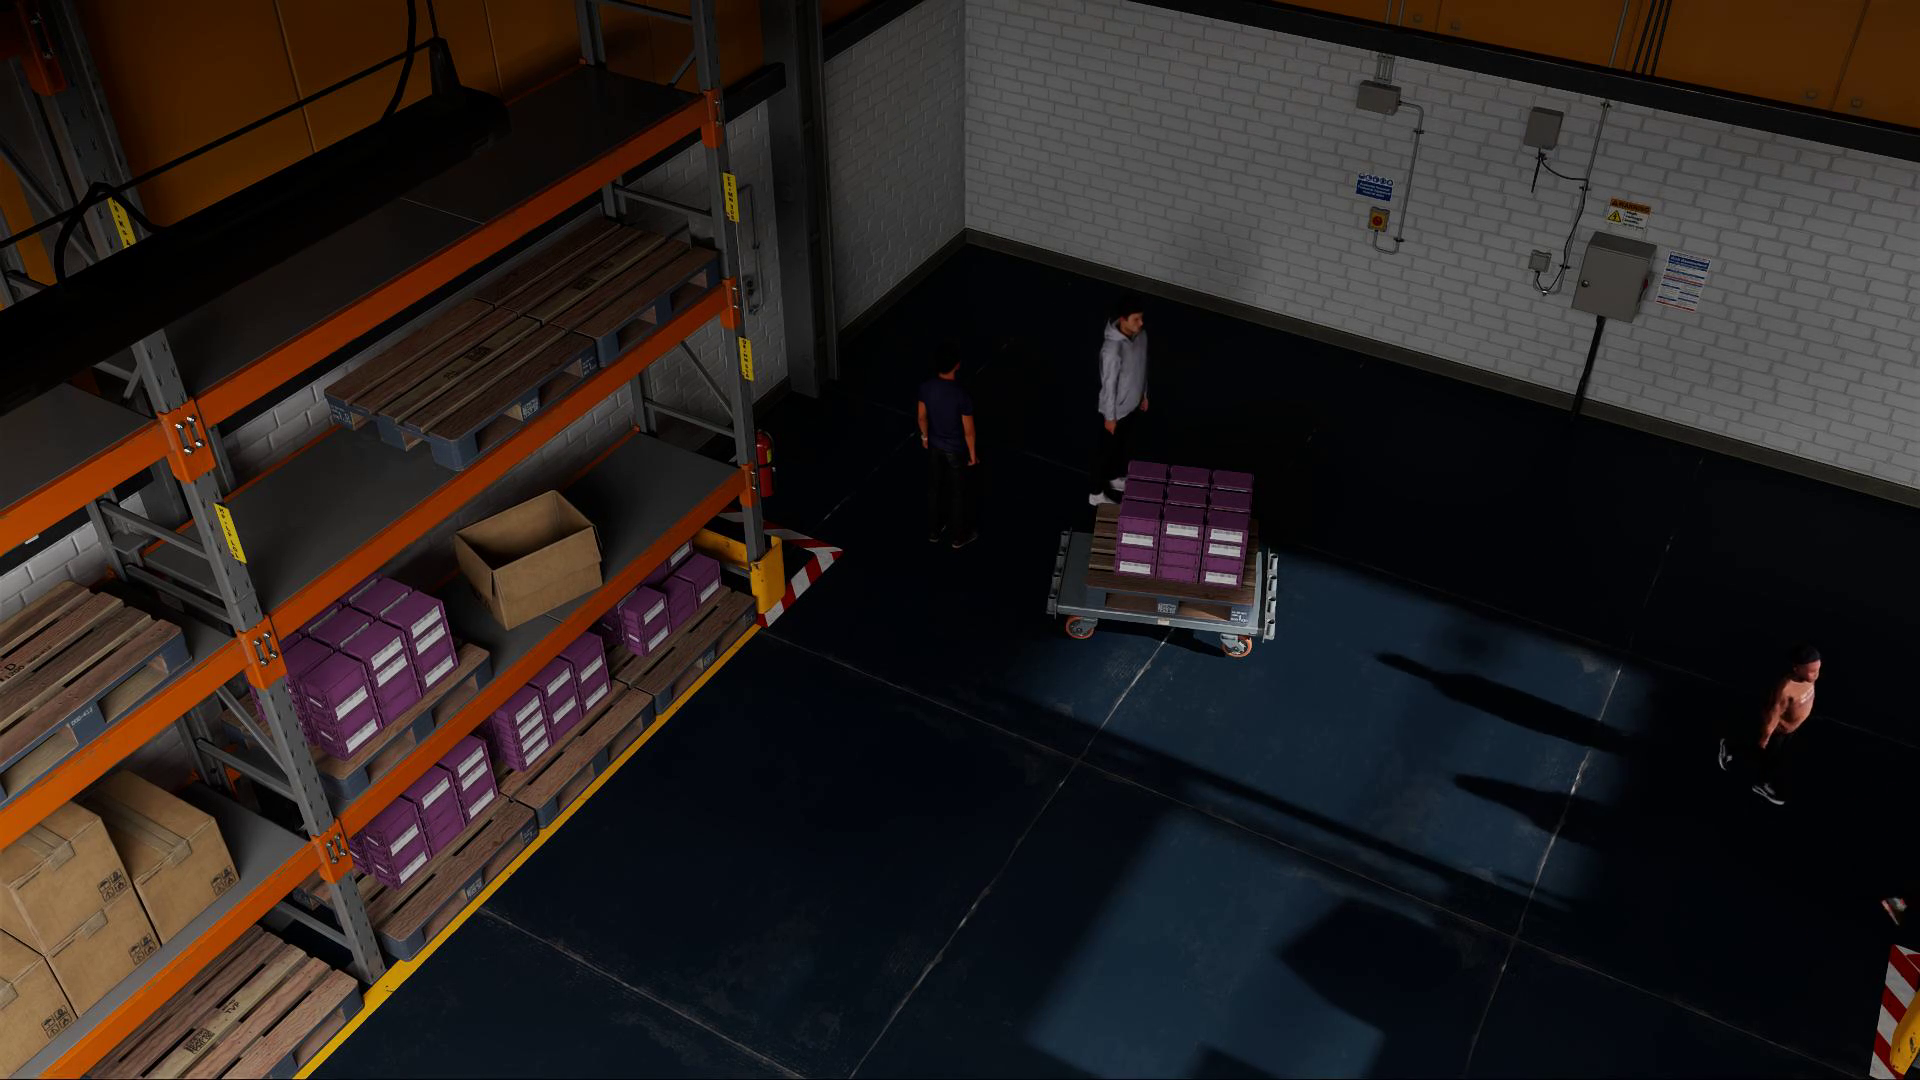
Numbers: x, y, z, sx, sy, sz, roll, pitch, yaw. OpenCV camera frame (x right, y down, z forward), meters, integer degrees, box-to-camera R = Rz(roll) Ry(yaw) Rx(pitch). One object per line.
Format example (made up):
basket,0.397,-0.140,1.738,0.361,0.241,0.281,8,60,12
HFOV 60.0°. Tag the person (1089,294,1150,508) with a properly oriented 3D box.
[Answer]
person,1.250,-1.098,13.094,0.746,1.923,0.513,24,44,27

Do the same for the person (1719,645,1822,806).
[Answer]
person,5.285,1.154,10.816,0.764,1.247,0.752,-25,45,-28

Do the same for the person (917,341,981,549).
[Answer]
person,-0.099,-0.722,12.728,0.650,1.793,0.520,19,42,22
